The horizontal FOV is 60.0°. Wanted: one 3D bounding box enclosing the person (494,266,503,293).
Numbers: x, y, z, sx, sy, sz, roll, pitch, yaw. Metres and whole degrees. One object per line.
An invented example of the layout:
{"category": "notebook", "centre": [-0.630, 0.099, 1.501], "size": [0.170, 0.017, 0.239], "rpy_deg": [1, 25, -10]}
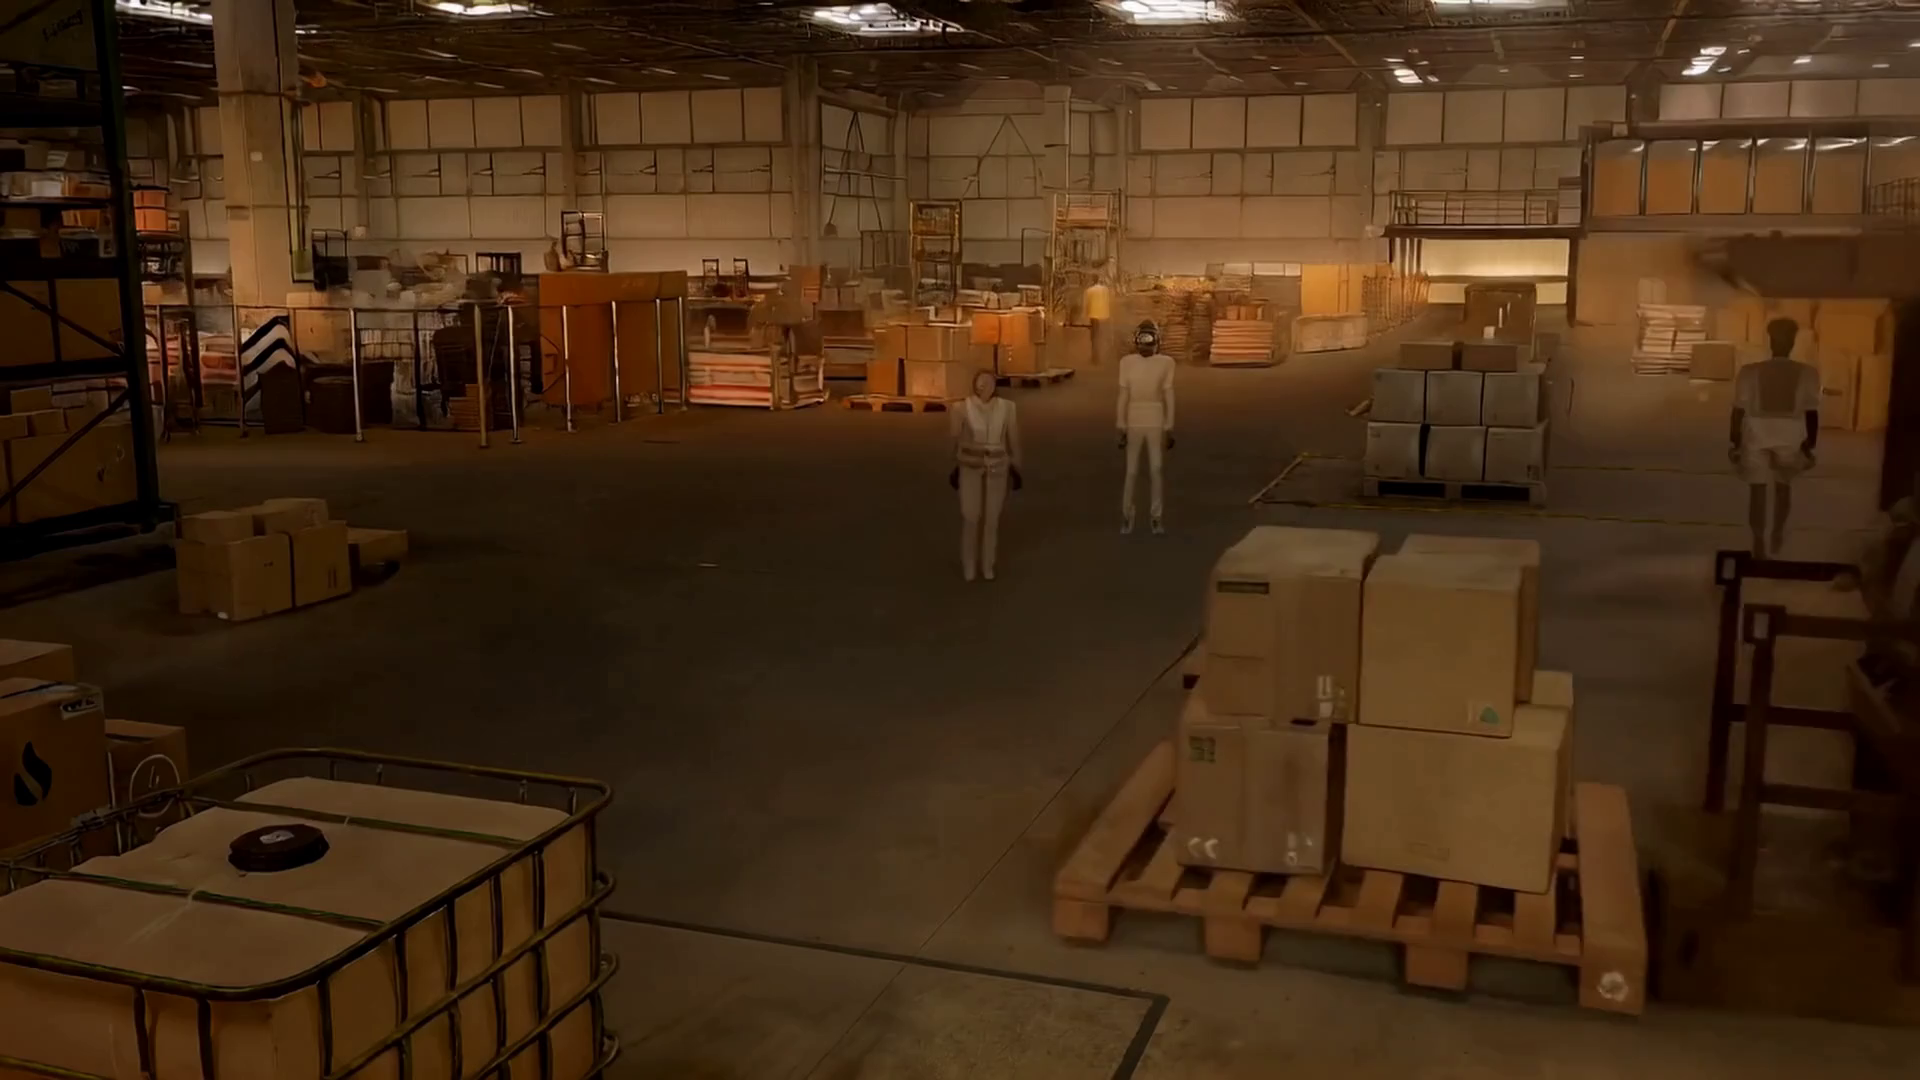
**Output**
{"category": "person", "centre": [-16.332, -8.756, 58.568], "size": [0.617, 1.745, 0.535], "rpy_deg": [-2, 10, -14]}

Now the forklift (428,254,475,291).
{"category": "forklift", "centre": [-20.133, -10.254, 65.465], "size": [1.157, 1.987, 2.680], "rpy_deg": [3, 11, 19]}

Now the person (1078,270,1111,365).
{"category": "person", "centre": [2.803, -4.650, 34.825], "size": [0.752, 1.961, 0.614], "rpy_deg": [-6, 12, -32]}

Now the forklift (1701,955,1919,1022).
{"category": "forklift", "centre": [3.495, 0.119, 5.400], "size": [1.873, 2.768, 1.129], "rpy_deg": [3, 11, 19]}

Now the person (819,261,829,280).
{"category": "person", "centre": [-4.092, -7.507, 50.816], "size": [0.643, 2.001, 0.718], "rpy_deg": [-6, 12, -31]}

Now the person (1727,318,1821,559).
{"category": "person", "centre": [6.430, -0.785, 13.168], "size": [0.631, 1.923, 0.941], "rpy_deg": [5, 11, 24]}

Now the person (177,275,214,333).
{"category": "person", "centre": [-15.792, -4.543, 34.452], "size": [0.667, 1.883, 0.662], "rpy_deg": [5, 11, 24]}

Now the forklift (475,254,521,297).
{"category": "forklift", "centre": [-17.990, -10.121, 64.684], "size": [1.157, 1.987, 2.680], "rpy_deg": [3, 11, 17]}

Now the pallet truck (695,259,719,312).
{"category": "pallet truck", "centre": [-9.165, -9.627, 62.776], "size": [0.823, 1.965, 1.885], "rpy_deg": [4, 11, 23]}

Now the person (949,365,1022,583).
{"category": "person", "centre": [0.194, -0.487, 12.344], "size": [0.528, 1.620, 0.510], "rpy_deg": [-2, 10, -10]}

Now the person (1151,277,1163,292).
{"category": "person", "centre": [4.697, -5.406, 39.745], "size": [0.309, 1.735, 0.484], "rpy_deg": [3, 11, 17]}

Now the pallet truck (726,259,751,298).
{"category": "pallet truck", "centre": [-7.986, -9.493, 62.019], "size": [0.823, 1.965, 1.885], "rpy_deg": [3, 11, 17]}

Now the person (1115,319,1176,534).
{"category": "person", "centre": [1.609, -0.977, 14.419], "size": [0.532, 1.870, 0.319], "rpy_deg": [1, 10, 4]}
